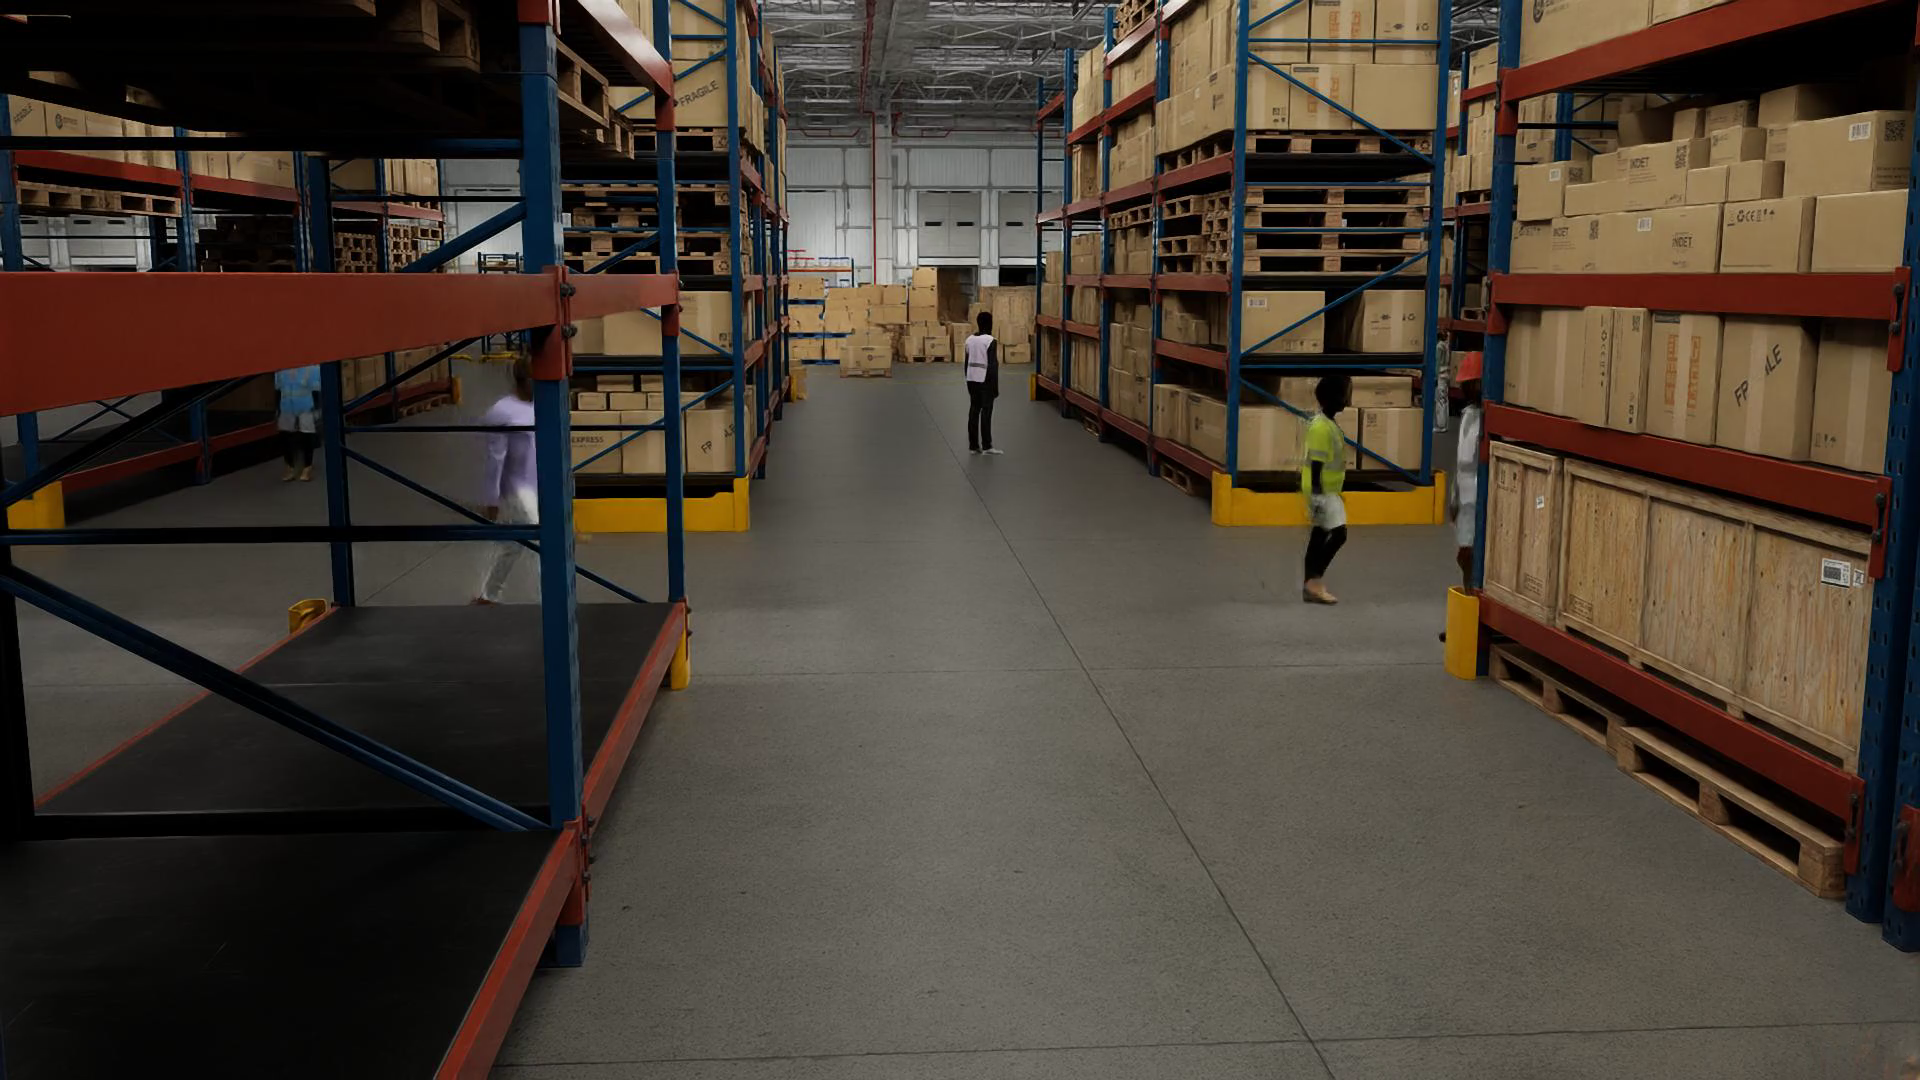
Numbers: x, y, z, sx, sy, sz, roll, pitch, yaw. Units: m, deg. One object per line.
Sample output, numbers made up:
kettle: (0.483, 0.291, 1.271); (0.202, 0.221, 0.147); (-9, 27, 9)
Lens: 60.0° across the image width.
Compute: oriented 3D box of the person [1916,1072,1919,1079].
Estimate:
person: (1.553, 1.228, 2.343); (0.539, 1.626, 0.397); (-1, 9, -4)

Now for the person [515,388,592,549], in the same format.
person: (-3.578, -0.810, 14.563); (0.746, 1.817, 0.648); (1, 9, 8)

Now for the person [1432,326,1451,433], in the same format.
person: (7.351, -2.455, 25.467); (0.318, 1.630, 0.513); (5, 10, 26)

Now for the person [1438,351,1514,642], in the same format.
person: (3.364, -0.261, 10.789); (0.439, 1.924, 0.548); (-1, 9, -7)

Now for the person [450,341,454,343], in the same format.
person: (-17.656, -7.812, 58.560); (0.897, 1.808, 0.623); (4, 10, 22)

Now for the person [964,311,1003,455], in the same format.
person: (0.291, -2.102, 22.338); (0.399, 1.920, 0.590); (-8, 12, -40)

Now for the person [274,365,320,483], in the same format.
person: (-7.678, -1.488, 19.202); (0.557, 1.674, 0.593); (0, 9, -1)

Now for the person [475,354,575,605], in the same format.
person: (-2.950, -0.323, 11.306); (1.075, 1.886, 0.643); (4, 10, 25)

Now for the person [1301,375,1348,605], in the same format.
person: (2.670, -0.350, 12.043); (0.397, 1.681, 0.555); (3, 10, 21)
